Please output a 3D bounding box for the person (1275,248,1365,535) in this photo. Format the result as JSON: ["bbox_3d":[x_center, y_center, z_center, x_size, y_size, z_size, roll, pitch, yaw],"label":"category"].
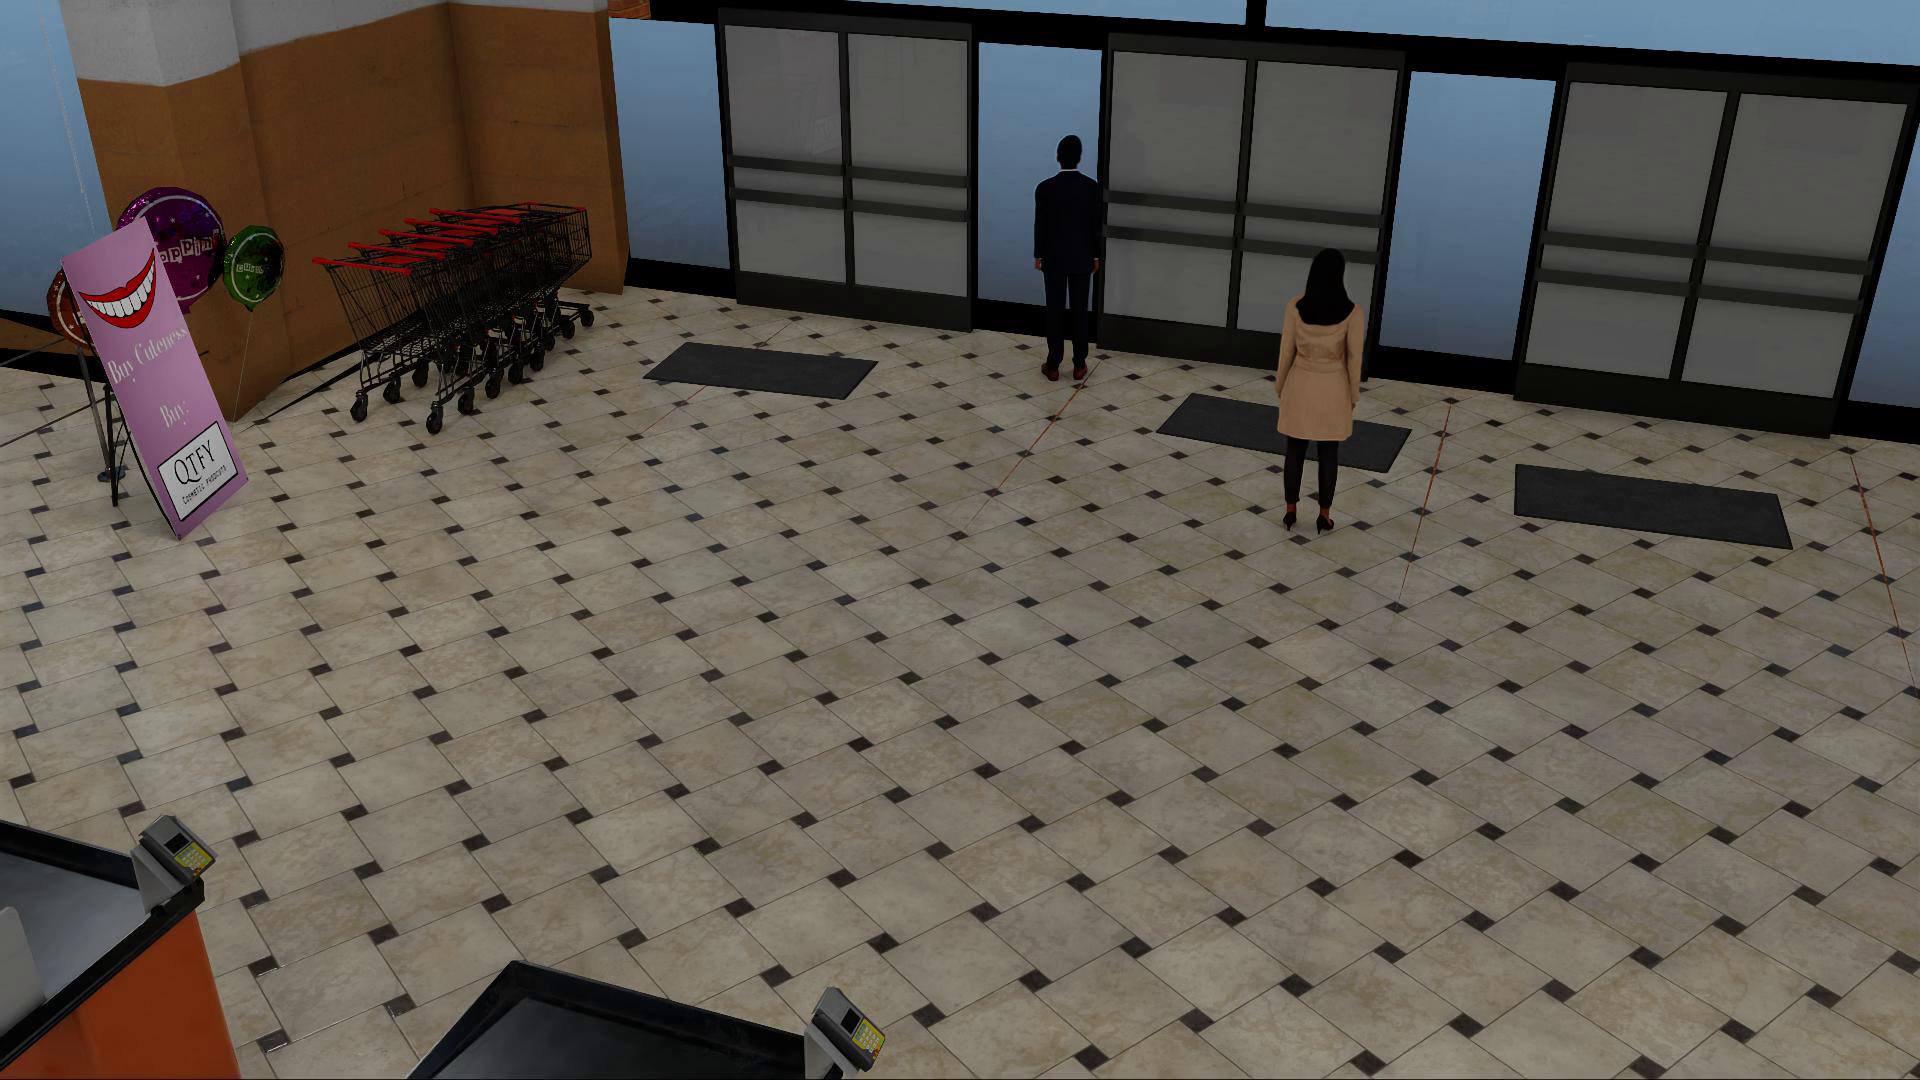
[{"bbox_3d":[2.016,-0.826,9.405,0.631,1.682,0.526,10,29,19],"label":"person"}]

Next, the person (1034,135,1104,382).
[{"bbox_3d":[0.748,-1.948,11.567,0.704,1.728,0.681,-2,27,-4],"label":"person"}]
